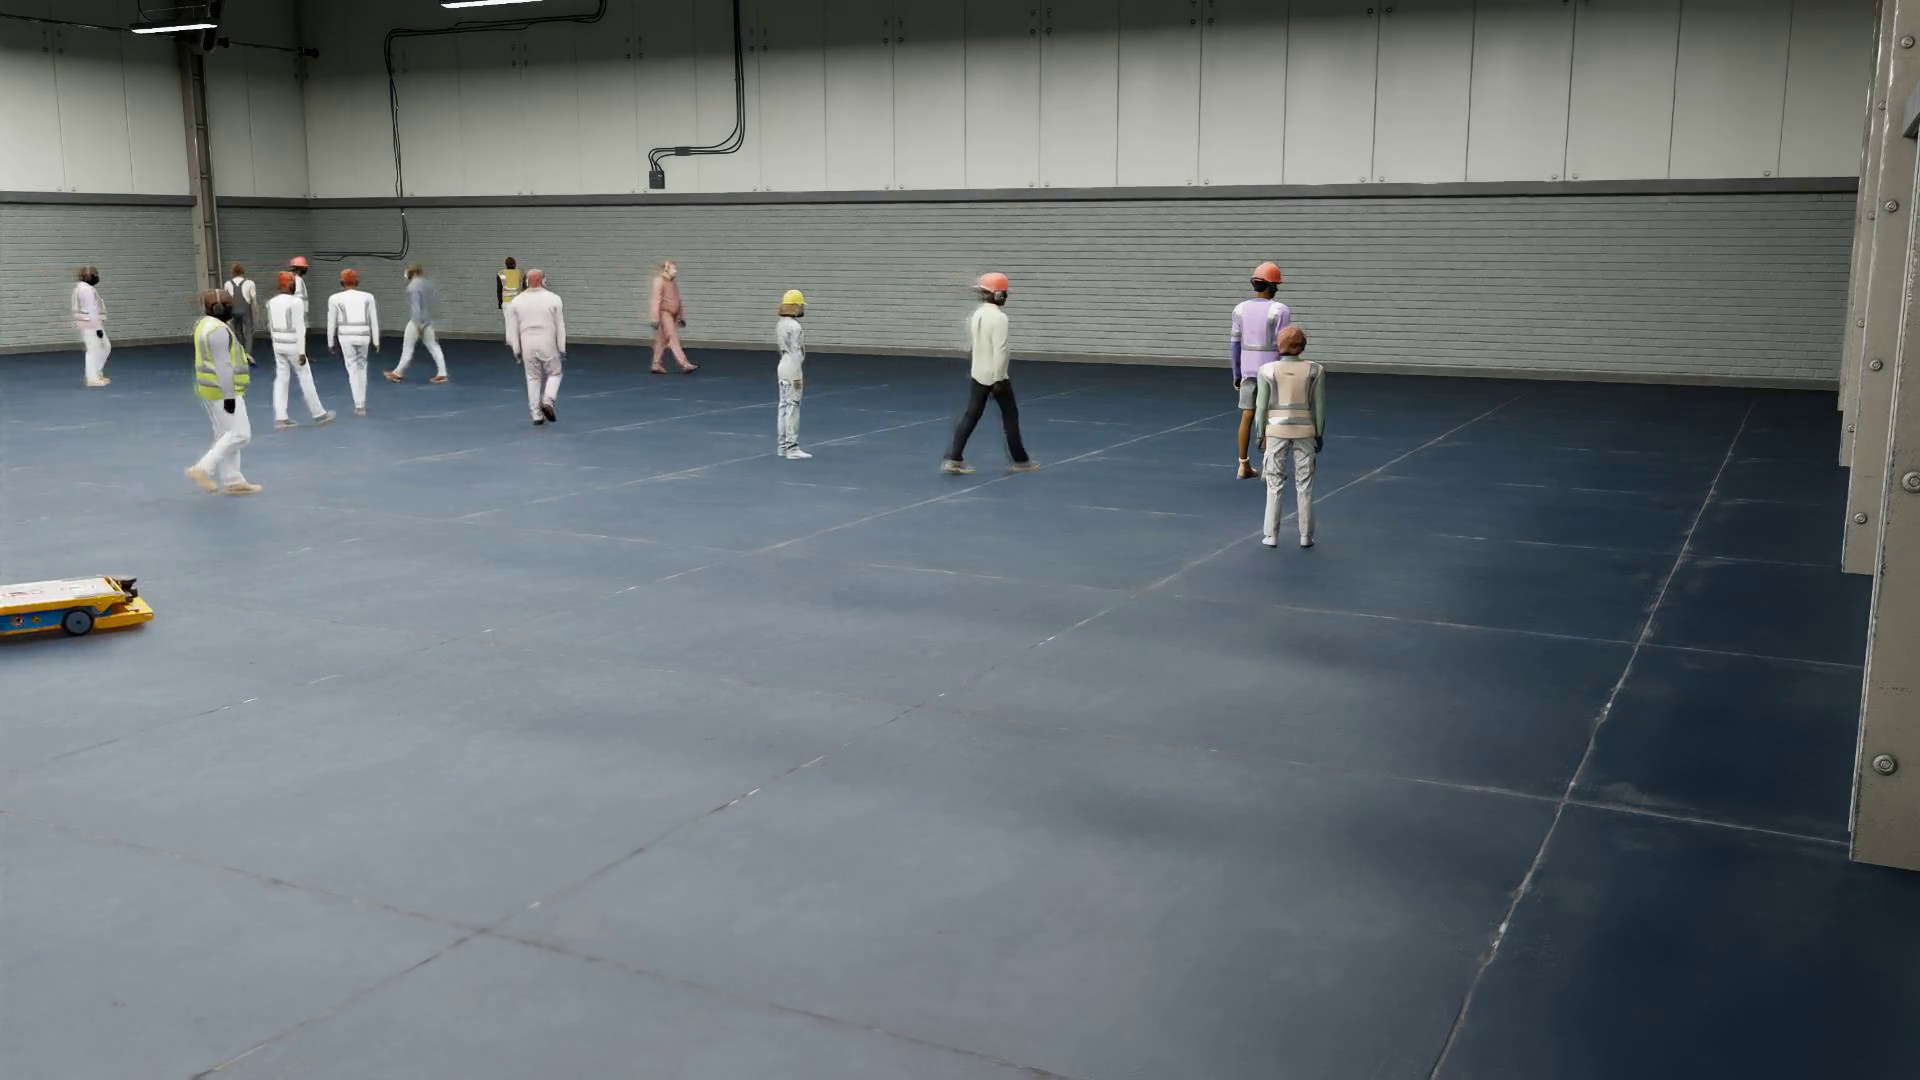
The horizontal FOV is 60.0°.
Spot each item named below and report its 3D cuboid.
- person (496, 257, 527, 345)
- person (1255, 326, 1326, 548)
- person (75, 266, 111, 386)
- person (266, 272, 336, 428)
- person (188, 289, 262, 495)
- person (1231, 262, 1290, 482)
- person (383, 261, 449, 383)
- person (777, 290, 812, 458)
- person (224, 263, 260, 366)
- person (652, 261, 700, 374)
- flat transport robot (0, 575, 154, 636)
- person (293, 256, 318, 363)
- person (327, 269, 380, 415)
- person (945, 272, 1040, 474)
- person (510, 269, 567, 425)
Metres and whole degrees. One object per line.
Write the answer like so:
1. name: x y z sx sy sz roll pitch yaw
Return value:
1. person: -9.384 -5.000 34.874 0.624 1.838 0.430 -4 11 -21
2. person: 2.426 -0.751 12.234 0.514 1.639 0.310 1 10 7
3. person: -13.199 -3.257 25.392 0.519 1.822 0.650 -6 12 -31
4. person: -7.979 -2.286 19.997 0.607 1.855 0.796 5 11 24
5. person: -6.495 -1.285 14.614 0.505 1.831 0.645 -6 12 -31
6. person: 2.845 -1.573 15.617 0.615 2.041 0.384 9 14 41
7. person: -8.474 -3.380 25.895 1.033 1.884 0.633 1 10 7
8. person: -1.723 -1.714 17.222 0.312 1.736 0.498 -5 12 -26
9. person: -12.545 -3.916 29.001 0.528 1.825 0.664 -1 10 -8
10. person: -4.713 -3.658 27.466 0.967 1.856 0.681 2 11 12
11. flat transport robot: -5.507 0.413 9.623 1.431 0.197 0.652 -7 13 -34
12. person: -11.850 -4.107 29.762 0.533 1.922 0.560 -3 11 -18
13. person: -7.864 -2.555 21.475 0.612 1.852 0.854 -7 13 -34
14. person: 0.282 -1.598 16.034 1.016 1.947 0.633 -6 12 -30
15. person: -5.107 -2.342 20.212 0.664 1.890 0.426 0 10 1
